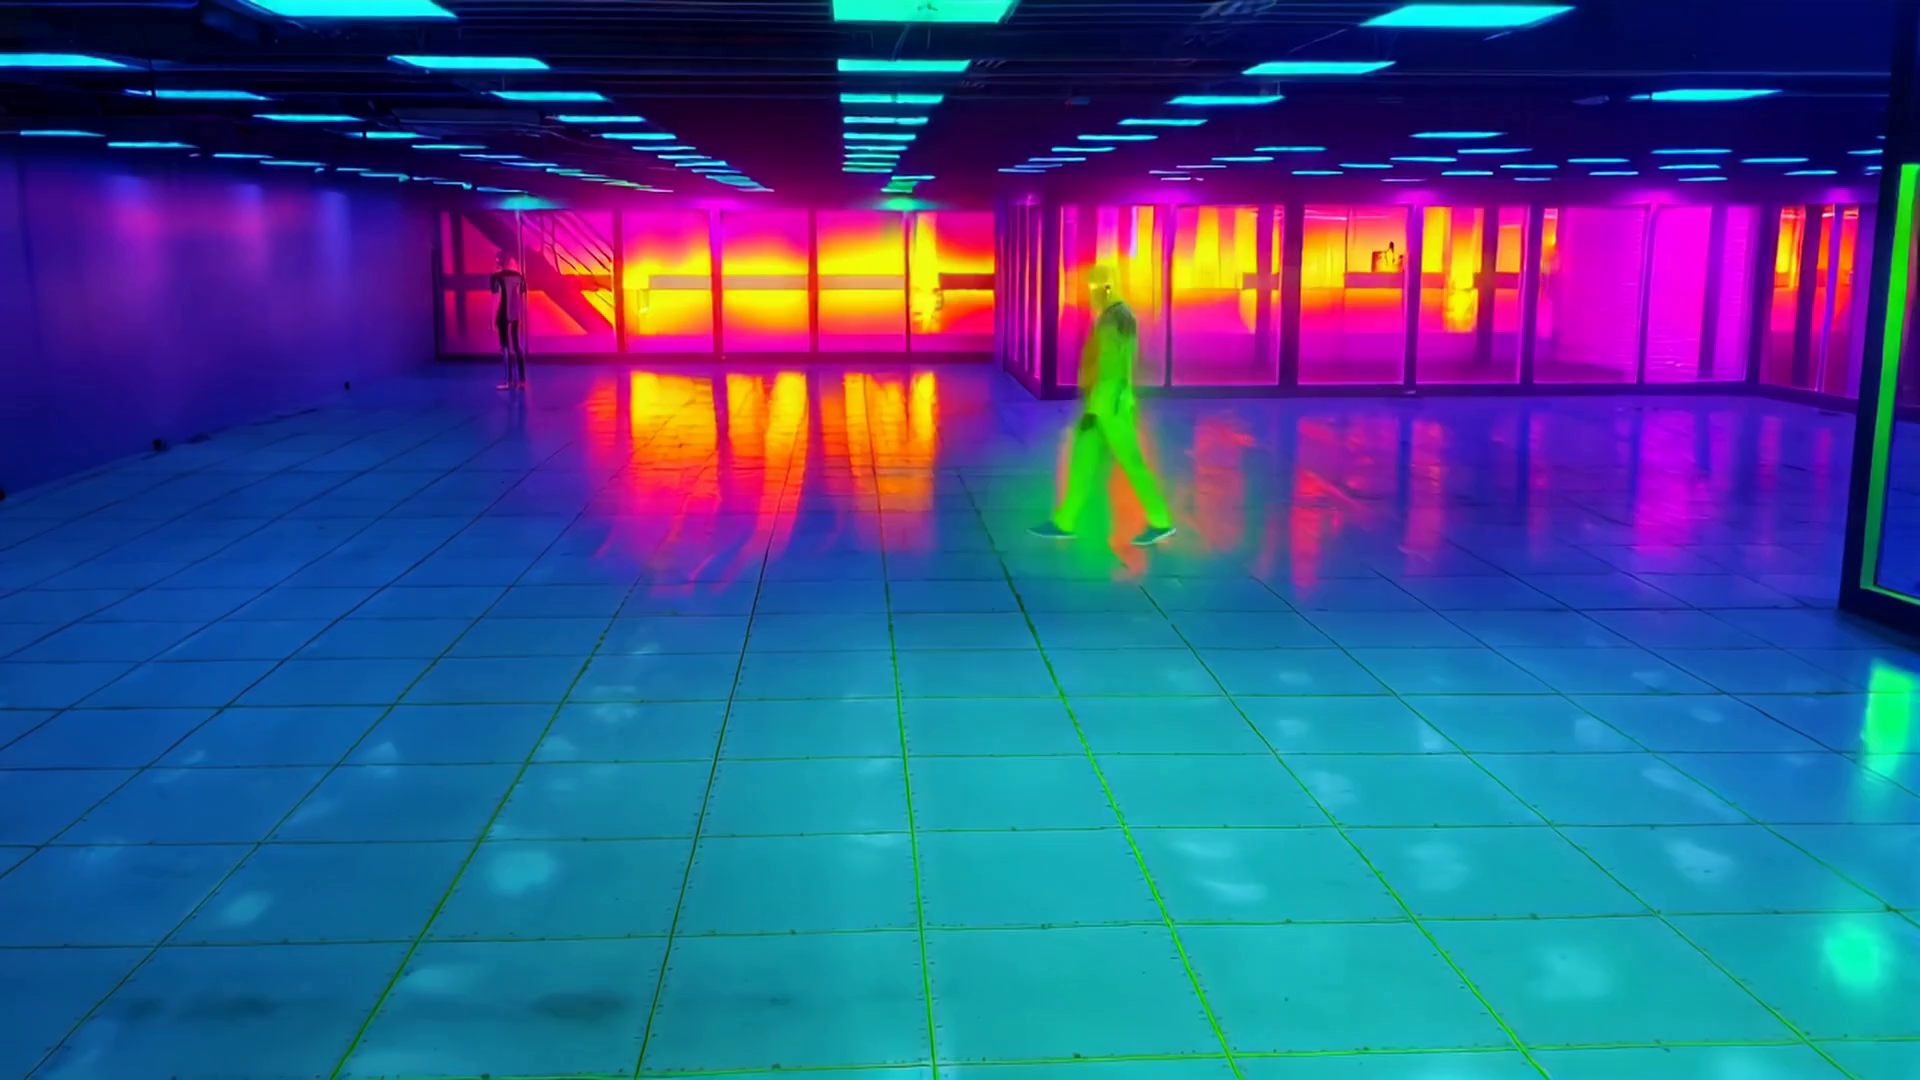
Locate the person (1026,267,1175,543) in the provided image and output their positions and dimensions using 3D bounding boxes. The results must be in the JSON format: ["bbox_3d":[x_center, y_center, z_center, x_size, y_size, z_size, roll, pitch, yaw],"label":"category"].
[{"bbox_3d":[0.988,-0.894,11.158,0.987,1.859,0.646,-1,11,-3],"label":"person"}]

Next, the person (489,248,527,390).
[{"bbox_3d":[-5.986,-2.914,22.007,0.532,1.870,0.319,-10,14,-43],"label":"person"}]
